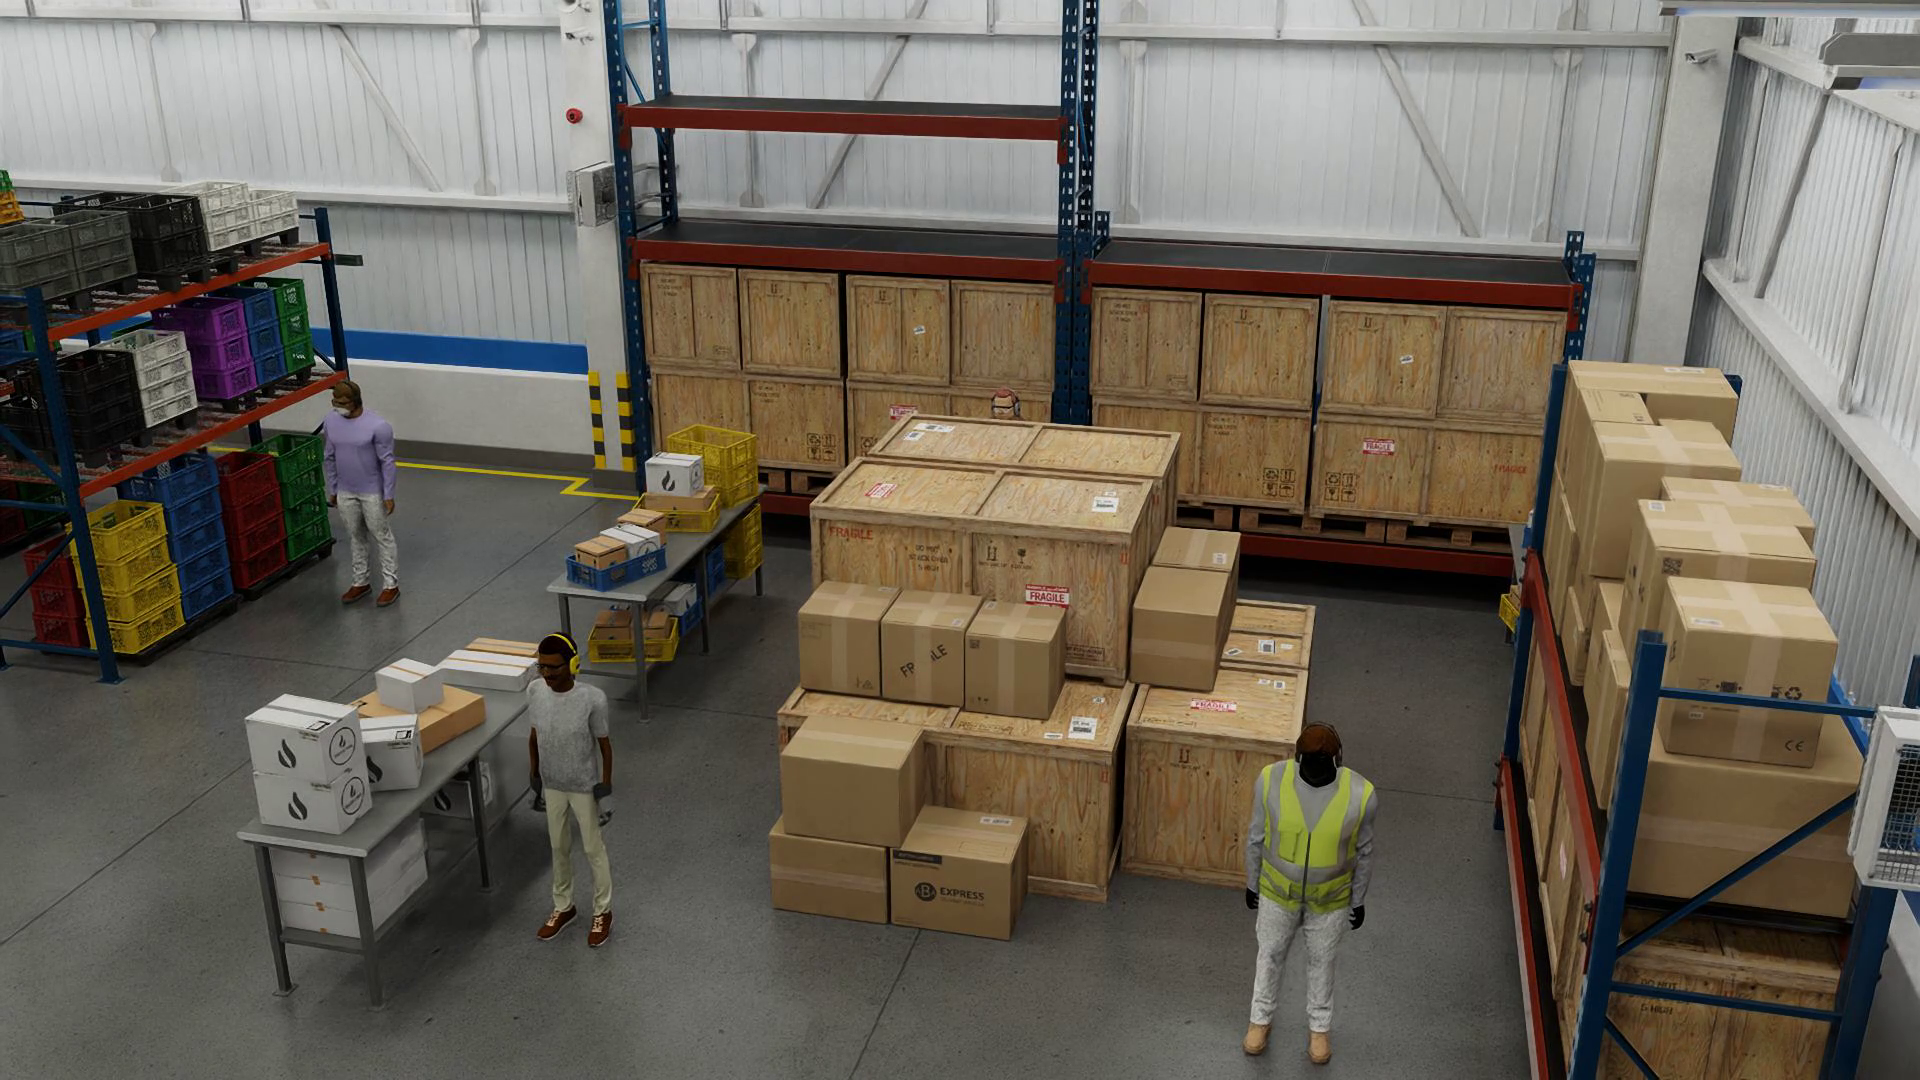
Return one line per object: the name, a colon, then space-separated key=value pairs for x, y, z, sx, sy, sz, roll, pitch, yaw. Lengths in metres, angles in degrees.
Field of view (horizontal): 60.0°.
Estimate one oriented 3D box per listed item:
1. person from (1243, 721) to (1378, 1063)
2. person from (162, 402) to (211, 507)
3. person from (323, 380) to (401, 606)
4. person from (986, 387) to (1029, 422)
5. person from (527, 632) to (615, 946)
person: x=1.717 y=1.743 z=8.262 sx=0.621 sy=1.845 sz=0.429 roll=5 pitch=22 yaw=14
person: x=-7.141 y=-0.983 z=15.401 sx=0.592 sy=1.842 sz=0.959 roll=9 pitch=23 yaw=22
person: x=-4.937 y=-0.397 z=13.737 sx=0.627 sy=1.934 sz=0.371 roll=5 pitch=22 yaw=14
person: x=0.355 y=-0.317 z=13.562 sx=0.639 sy=1.910 sz=0.407 roll=5 pitch=22 yaw=14
person: x=-2.154 y=1.372 z=9.192 sx=0.520 sy=1.873 sz=0.328 roll=5 pitch=22 yaw=14
